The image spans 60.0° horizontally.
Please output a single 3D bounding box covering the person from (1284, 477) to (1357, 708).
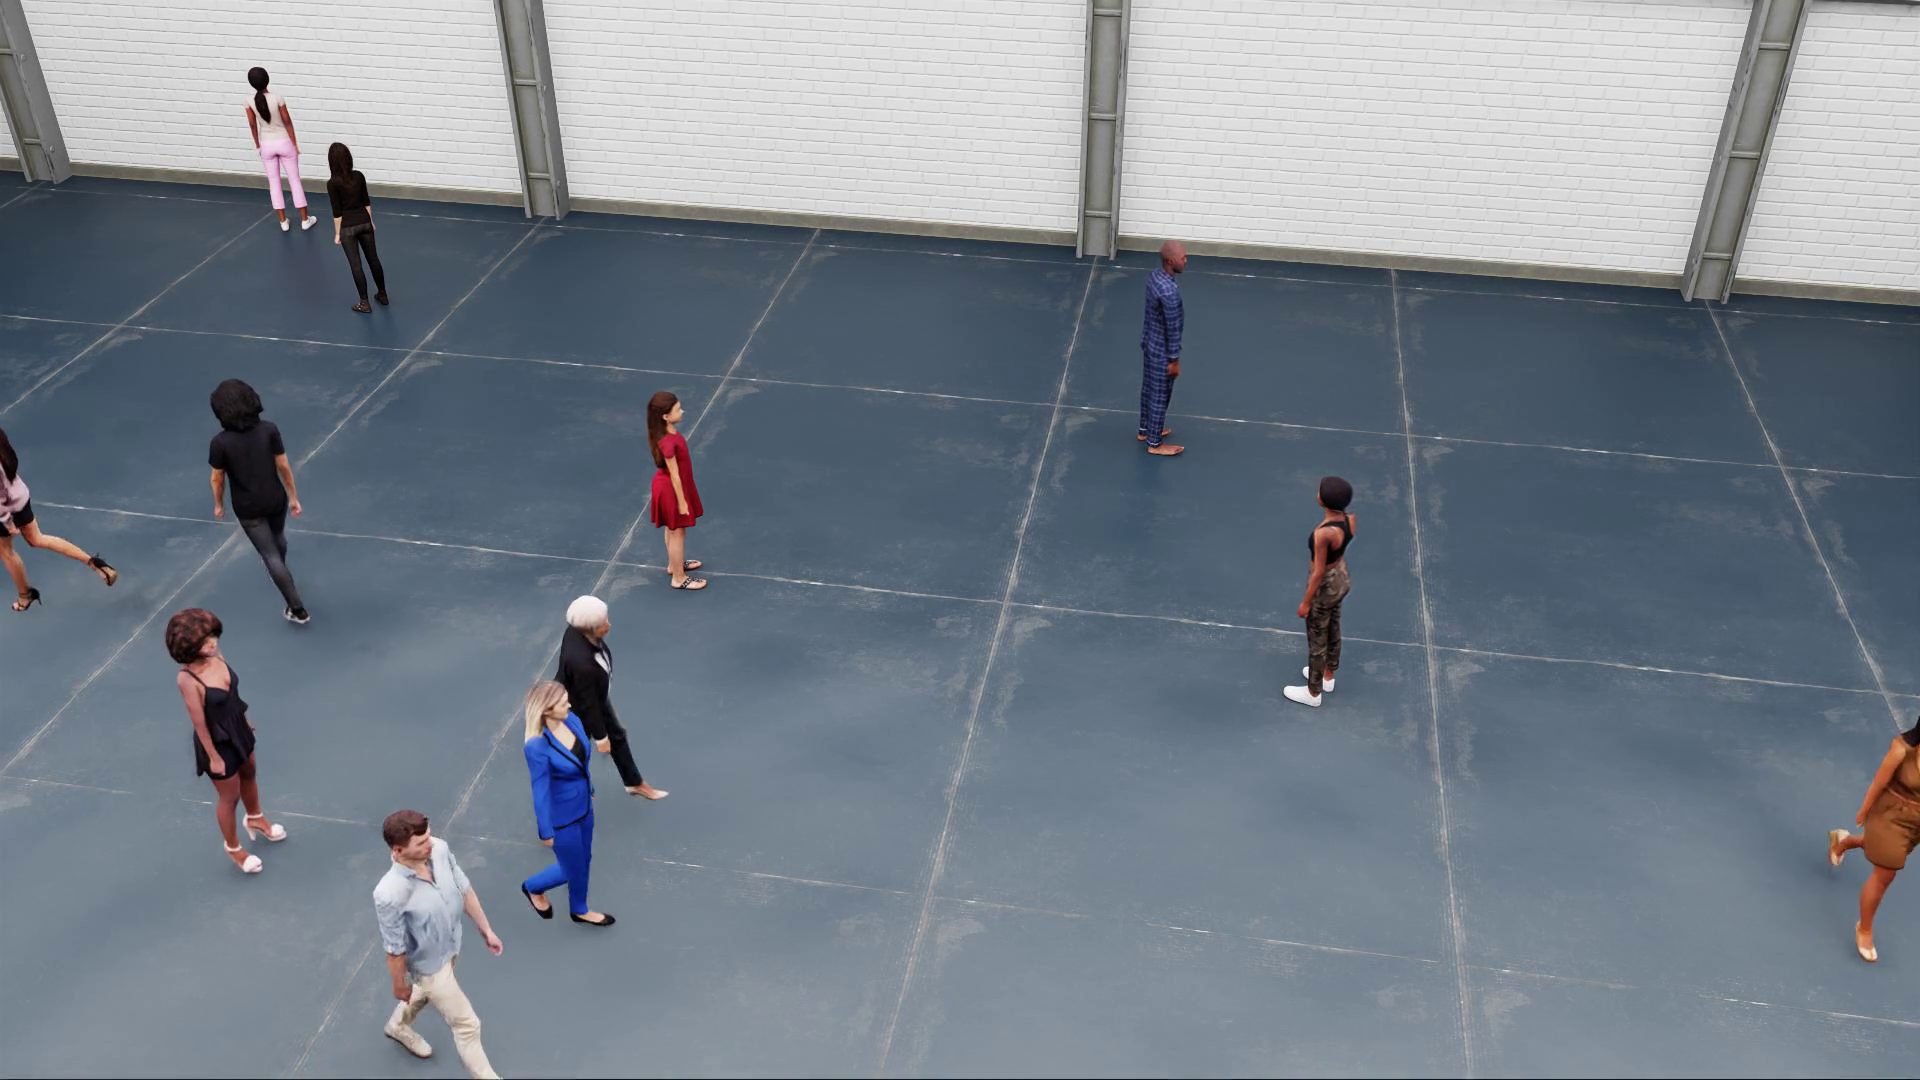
[{"bbox_3d":[2.361,0.324,10.746,0.666,1.699,0.658,24,41,32],"label":"person"}]

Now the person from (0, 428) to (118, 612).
[{"bbox_3d":[-6.456,-0.217,11.490,1.113,1.775,0.845,-3,34,-5],"label":"person"}]

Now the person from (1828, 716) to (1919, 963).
[{"bbox_3d":[5.085,1.468,9.059,1.030,1.660,0.778,-2,34,-3],"label":"person"}]

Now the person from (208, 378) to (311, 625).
[{"bbox_3d":[-4.797,-0.217,11.471,1.078,1.797,1.200,-27,42,-34],"label":"person"}]

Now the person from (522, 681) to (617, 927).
[{"bbox_3d":[-2.243,1.461,9.049,0.739,1.682,0.627,7,34,11],"label":"person"}]

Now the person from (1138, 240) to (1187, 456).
[{"bbox_3d":[1.632,-1.571,13.488,0.733,1.819,0.741,-6,34,-9],"label":"person"}]

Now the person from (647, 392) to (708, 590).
[{"bbox_3d":[-2.060,-0.367,11.916,0.715,1.554,0.654,-10,35,-14],"label":"person"}]

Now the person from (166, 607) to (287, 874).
[{"bbox_3d":[-4.188,1.136,9.445,0.557,1.785,0.570,3,34,4],"label":"person"}]

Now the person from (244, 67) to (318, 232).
[{"bbox_3d":[-7.122,-4.081,17.335,0.549,1.740,0.696,-4,34,-6],"label":"person"}]

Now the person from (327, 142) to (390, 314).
[{"bbox_3d":[-5.719,-2.962,15.740,0.649,1.642,0.651,24,40,31],"label":"person"}]

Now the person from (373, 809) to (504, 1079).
[{"bbox_3d":[-2.642,1.992,8.136,1.206,1.810,0.714,11,35,15],"label":"person"}]

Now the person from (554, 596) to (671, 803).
[{"bbox_3d":[-2.254,0.957,9.701,1.001,1.730,0.847,-2,34,-3],"label":"person"}]
